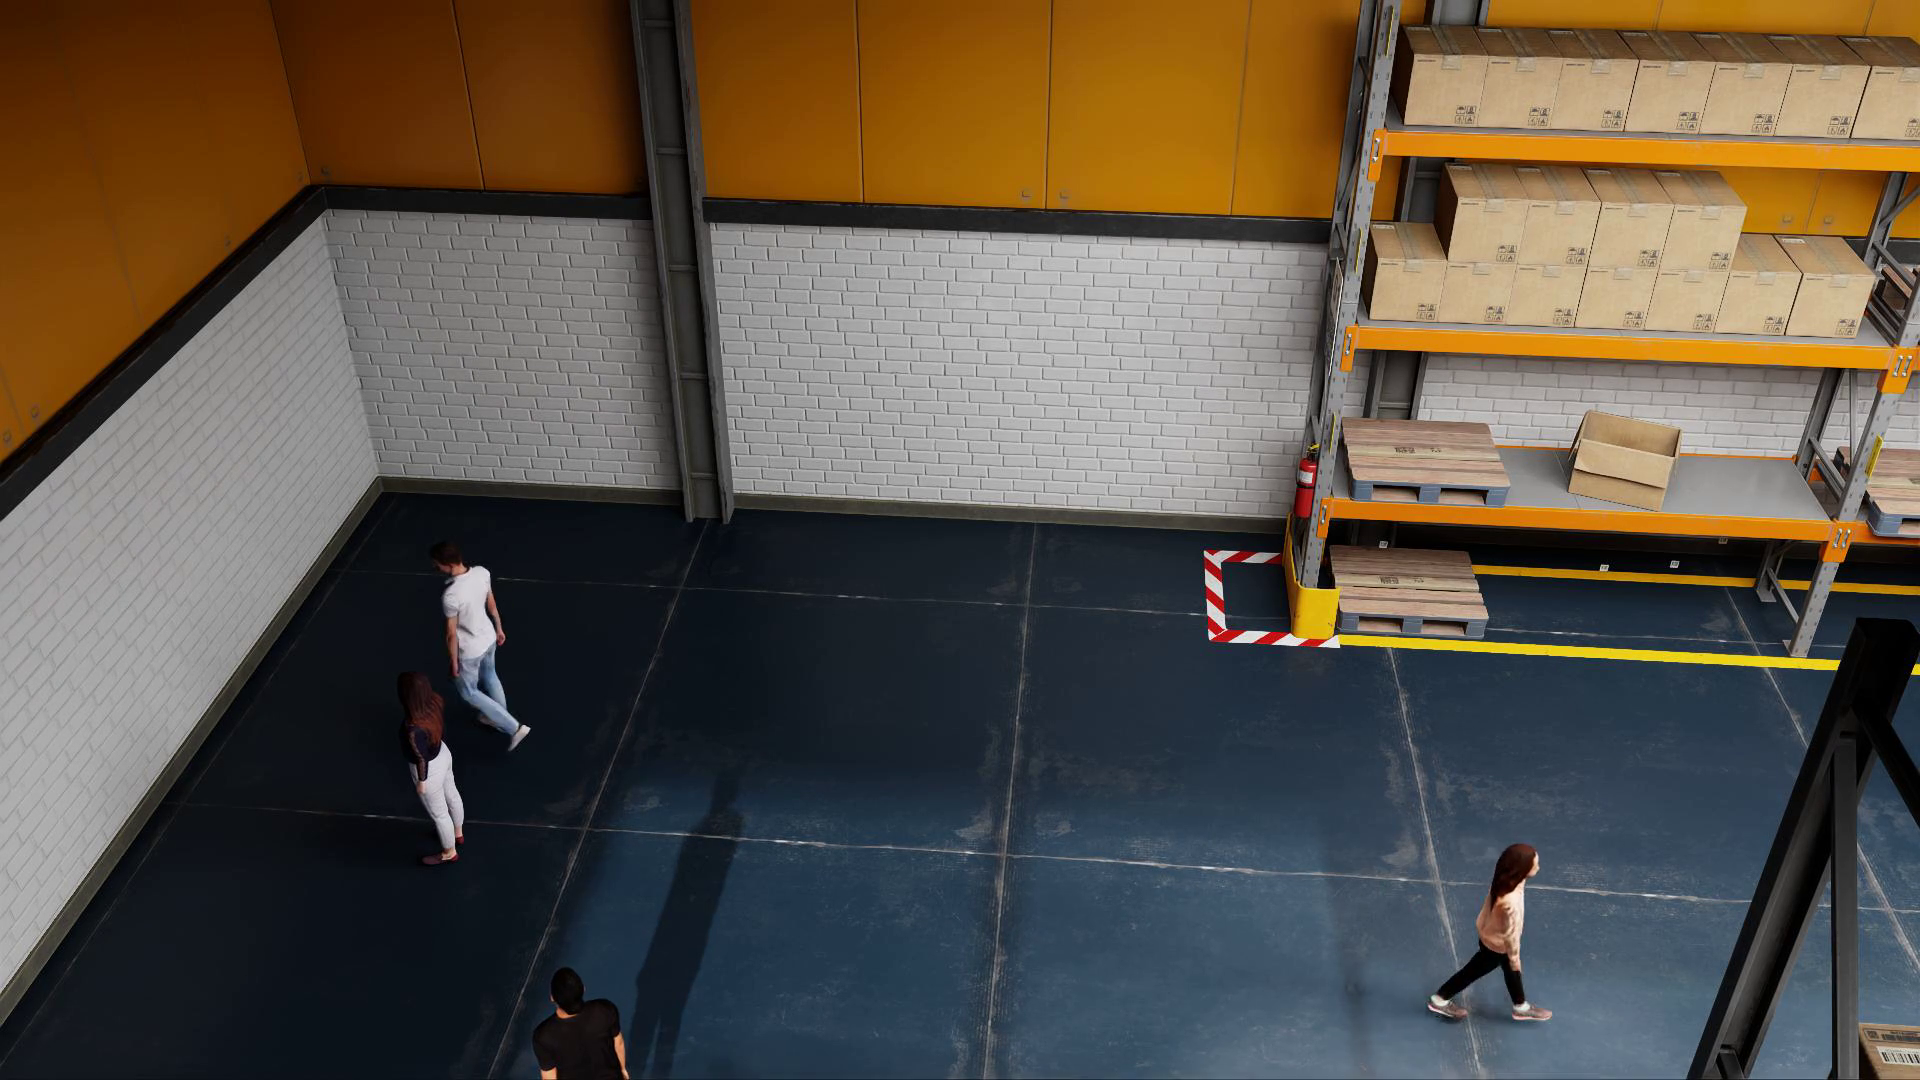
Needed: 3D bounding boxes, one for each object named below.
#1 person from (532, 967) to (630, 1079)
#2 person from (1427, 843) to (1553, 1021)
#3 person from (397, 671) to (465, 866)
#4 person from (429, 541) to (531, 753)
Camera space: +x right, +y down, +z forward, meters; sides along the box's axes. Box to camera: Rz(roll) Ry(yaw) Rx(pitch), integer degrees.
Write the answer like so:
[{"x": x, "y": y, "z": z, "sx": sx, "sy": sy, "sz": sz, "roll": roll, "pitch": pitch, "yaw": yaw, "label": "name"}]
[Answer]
[{"x": -2.008, "y": 2.945, "z": 8.976, "sx": 0.705, "sy": 1.758, "sz": 0.787, "roll": -19, "pitch": 38, "yaw": -27, "label": "person"}, {"x": 3.191, "y": 2.401, "z": 10.078, "sx": 1.017, "sy": 1.443, "sz": 0.717, "roll": 10, "pitch": 35, "yaw": 14, "label": "person"}, {"x": -3.593, "y": 1.525, "z": 11.248, "sx": 0.529, "sy": 1.608, "sz": 0.589, "roll": 2, "pitch": 34, "yaw": 3, "label": "person"}, {"x": -3.474, "y": 0.807, "z": 12.124, "sx": 0.991, "sy": 1.833, "sz": 0.840, "roll": 14, "pitch": 36, "yaw": 20, "label": "person"}]
